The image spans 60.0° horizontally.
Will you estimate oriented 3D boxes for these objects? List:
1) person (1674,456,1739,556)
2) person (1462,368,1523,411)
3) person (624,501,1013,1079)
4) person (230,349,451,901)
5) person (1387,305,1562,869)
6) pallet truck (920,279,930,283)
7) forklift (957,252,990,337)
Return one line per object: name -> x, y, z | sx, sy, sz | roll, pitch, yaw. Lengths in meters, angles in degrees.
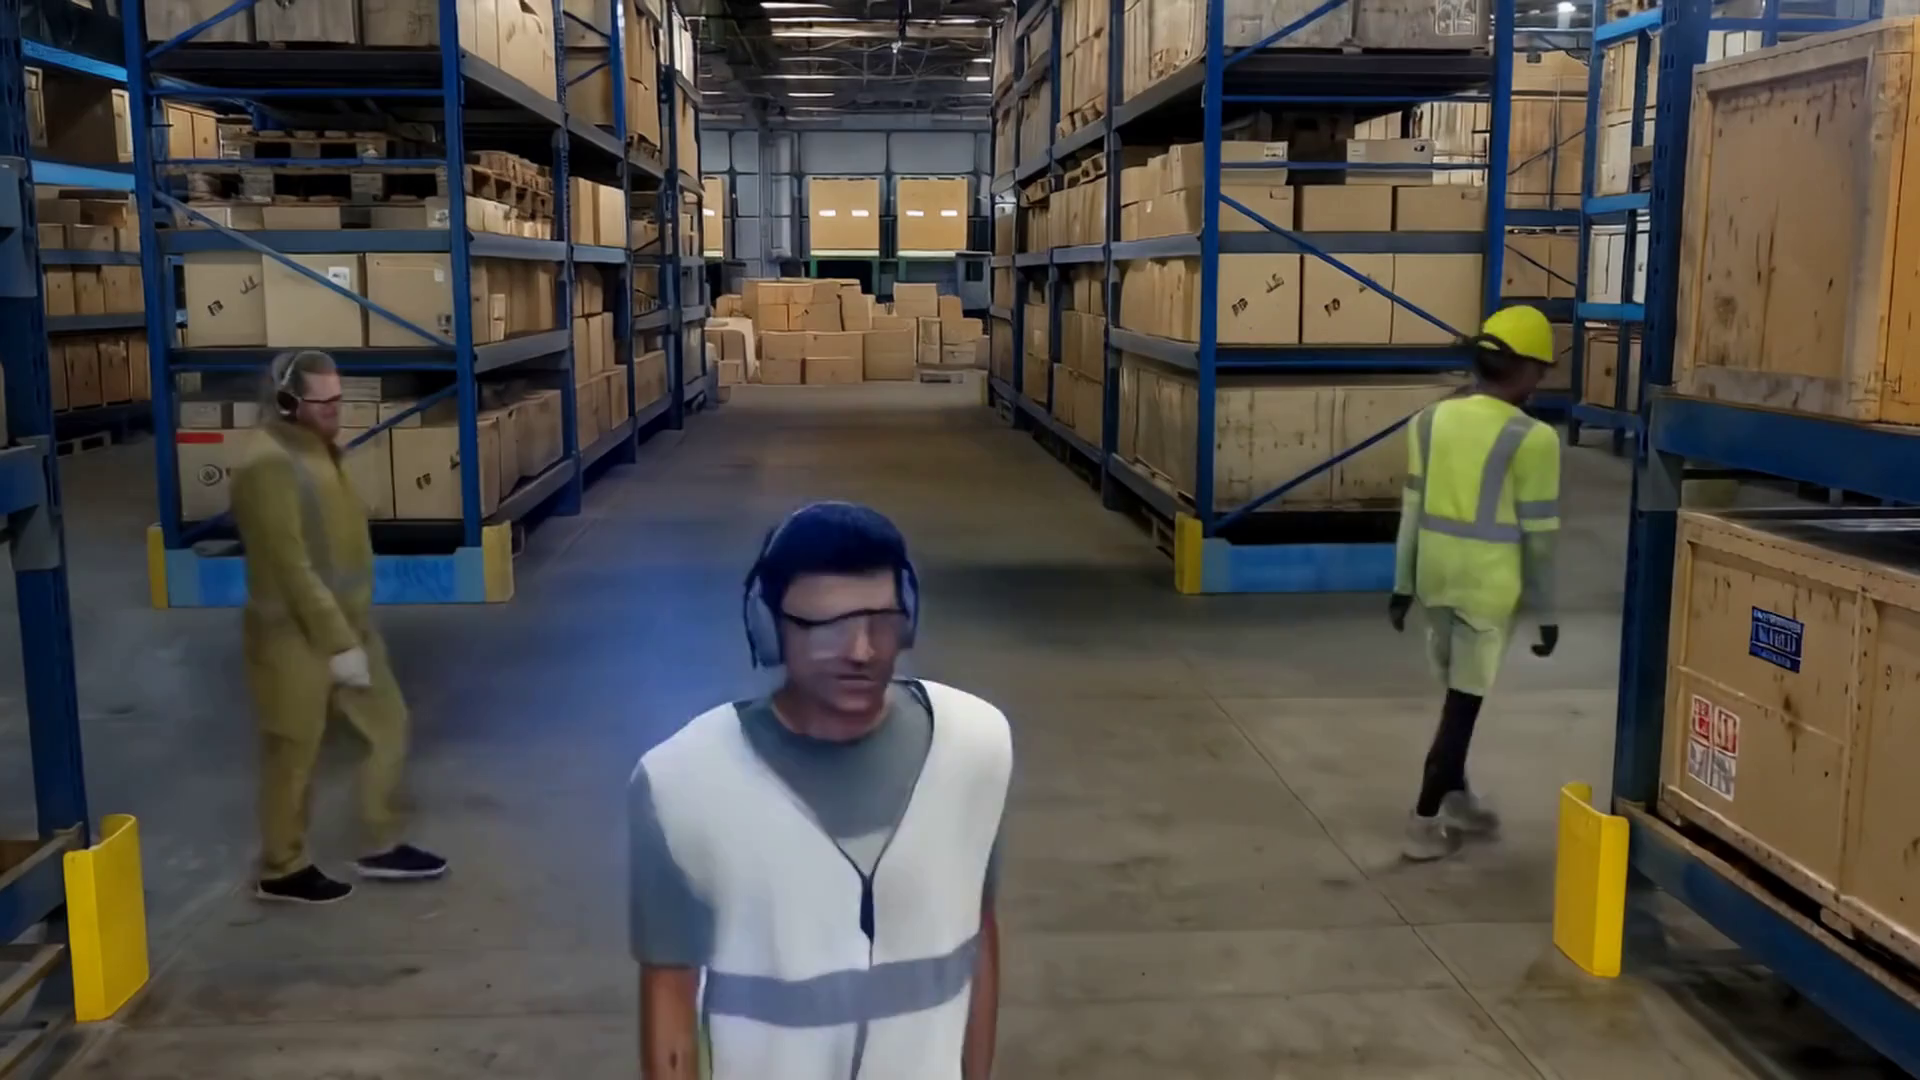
person -> 5.543, -0.778, 12.329 | 0.648, 1.887, 0.706 | 7, 12, 39
person -> 4.362, -0.918, 13.834 | 0.552, 1.669, 0.697 | 0, 9, -1
person -> -0.154, 0.853, 2.283 | 0.591, 1.817, 0.704 | -4, 10, -25
person -> -2.057, 0.308, 5.544 | 0.737, 1.875, 0.652 | 0, 9, 1
person -> 1.892, 0.178, 5.936 | 0.755, 2.006, 0.638 | -5, 10, -30
pallet truck -> -0.932, -8.922, 63.114 | 1.885, 1.965, 0.823 | 2, 9, 13
forklift -> 0.387, -7.328, 50.344 | 1.129, 2.768, 1.873 | -1, 9, -4
